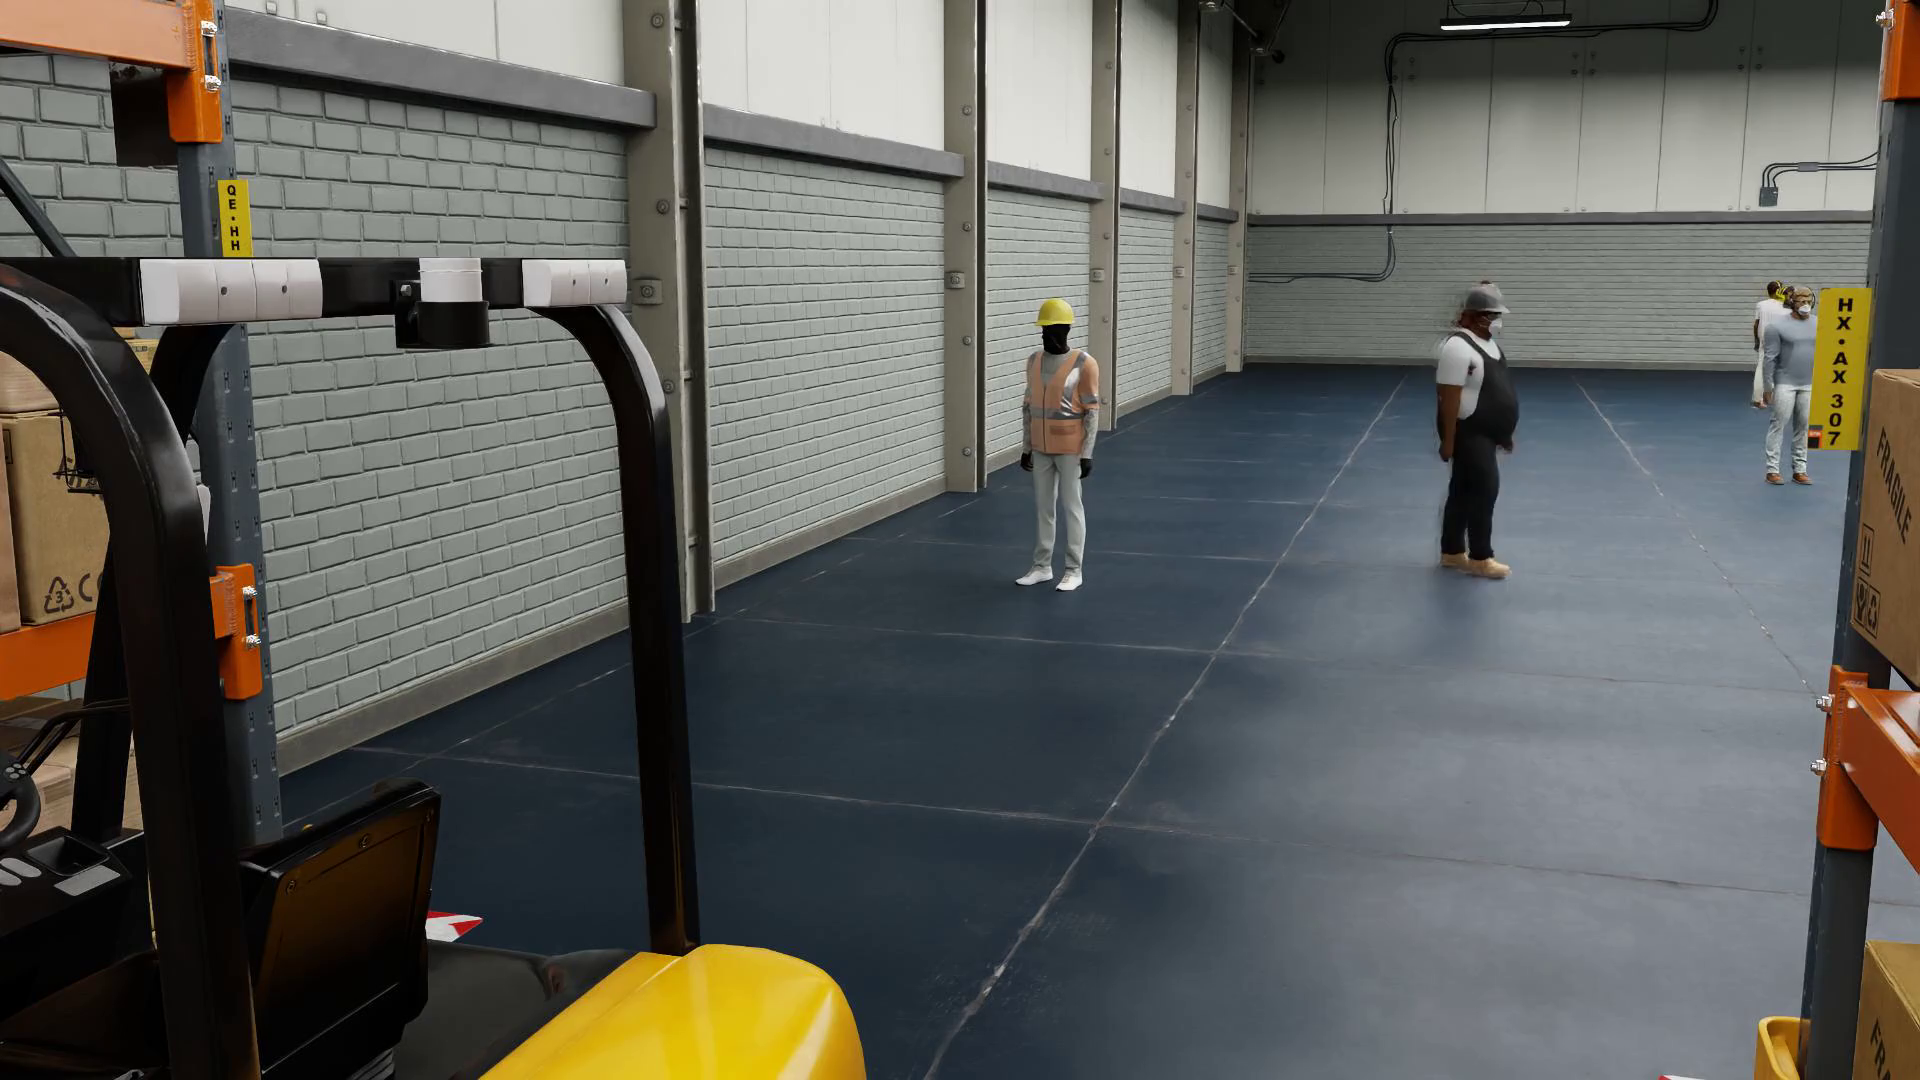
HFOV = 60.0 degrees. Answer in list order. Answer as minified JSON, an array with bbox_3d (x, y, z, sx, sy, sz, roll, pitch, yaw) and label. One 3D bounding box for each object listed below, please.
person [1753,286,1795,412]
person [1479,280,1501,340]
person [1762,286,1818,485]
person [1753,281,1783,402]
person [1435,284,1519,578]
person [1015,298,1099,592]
[{"bbox_3d":[11.858,-2.747,23.979,0.547,1.817,0.998,-3,10,-19],"label":"person"},{"bbox_3d":[9.957,-4.035,31.632,0.584,1.821,0.754,0,10,1],"label":"person"},{"bbox_3d":[8.111,-1.495,16.171,0.627,1.936,0.362,0,10,-1],"label":"person"},{"bbox_3d":[12.493,-3.053,25.636,0.317,1.867,0.531,-5,11,-30],"label":"person"},{"bbox_3d":[3.673,-0.773,11.543,0.745,2.000,0.688,7,12,35],"label":"person"},{"bbox_3d":[0.639,-0.625,10.994,0.585,1.929,0.375,8,13,40],"label":"person"}]
